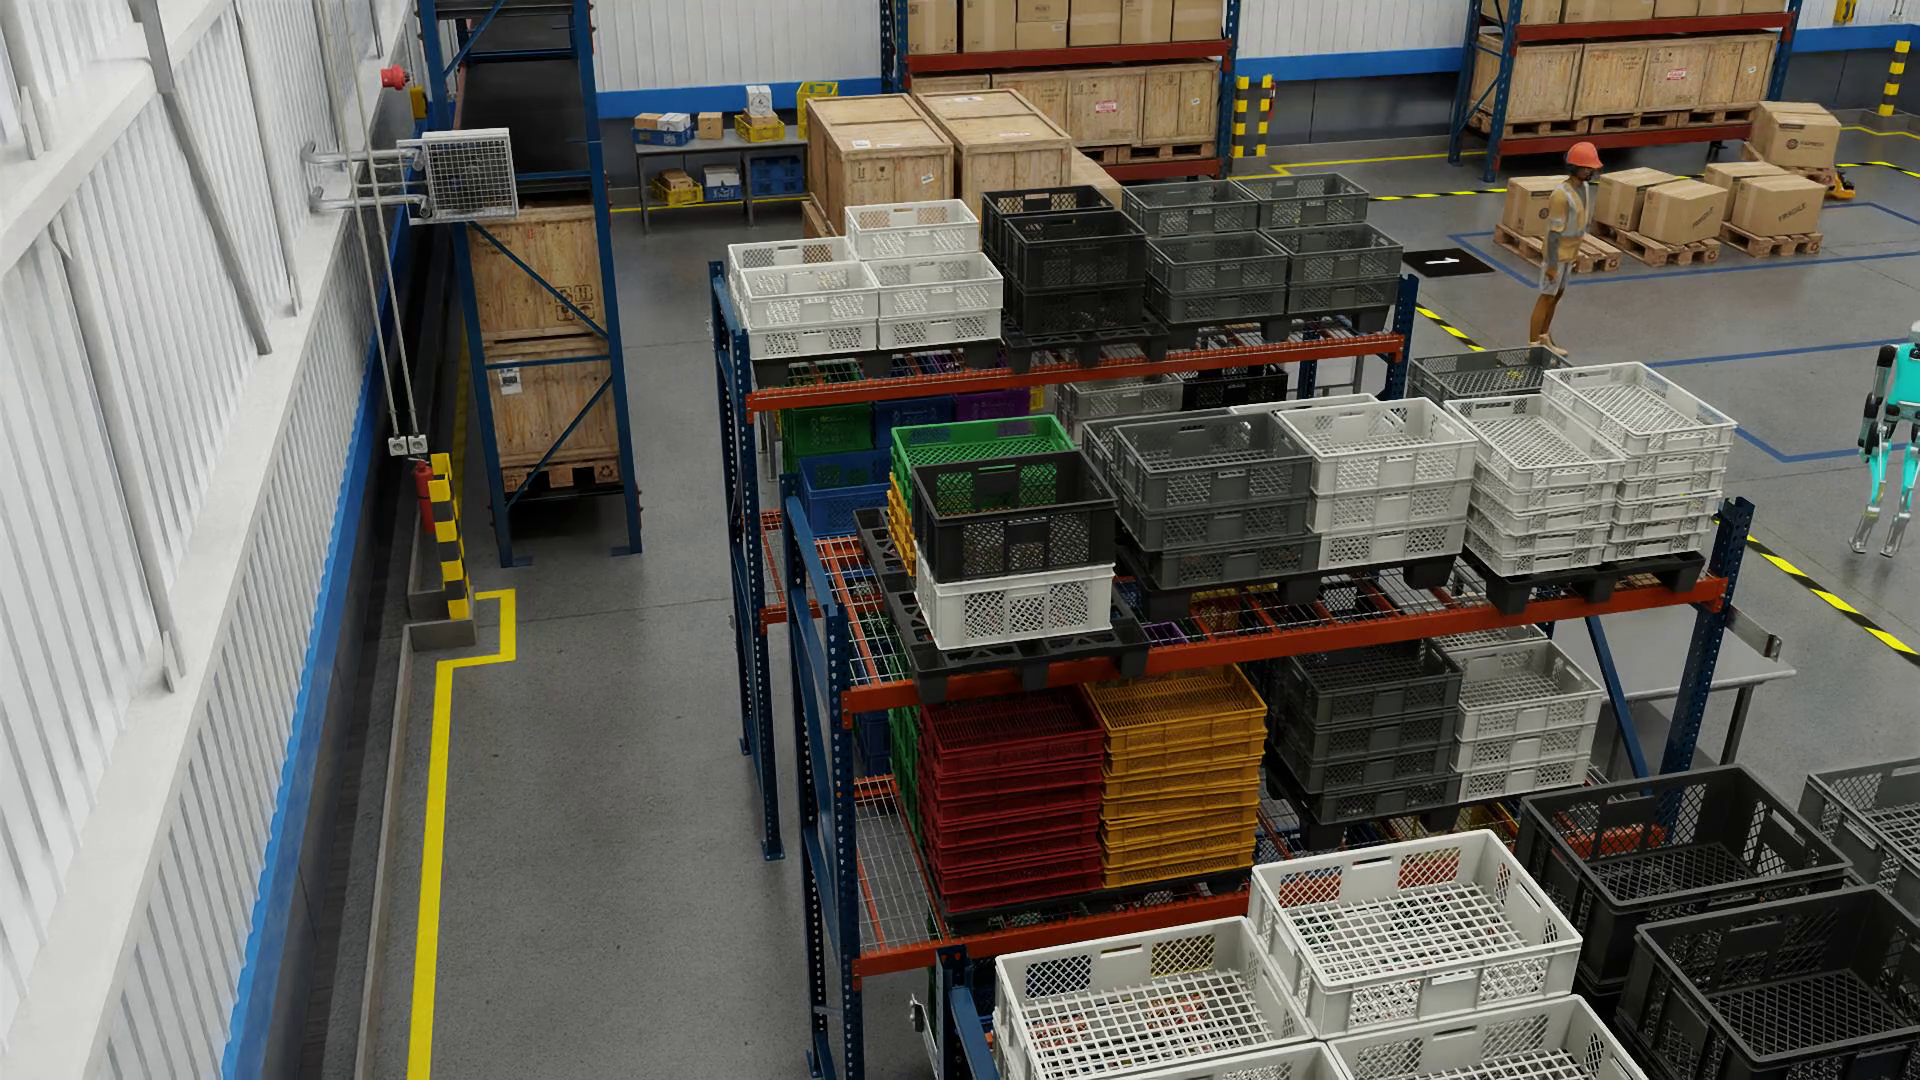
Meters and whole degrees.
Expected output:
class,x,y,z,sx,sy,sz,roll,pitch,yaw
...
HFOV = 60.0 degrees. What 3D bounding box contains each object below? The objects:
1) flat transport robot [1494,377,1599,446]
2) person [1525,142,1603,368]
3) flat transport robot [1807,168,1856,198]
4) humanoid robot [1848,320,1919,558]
class,x,y,z,sx,sy,sz,roll,pitch,yaw
flat transport robot,4.780,-1.036,14.013,0.659,0.231,1.431,-6,28,-12
person,5.469,-2.585,15.050,0.386,2.045,0.605,21,34,34
flat transport robot,10.138,-4.413,20.389,1.431,0.197,0.652,5,28,9
humanoid robot,6.519,-0.636,11.533,0.533,1.677,0.735,13,30,23
